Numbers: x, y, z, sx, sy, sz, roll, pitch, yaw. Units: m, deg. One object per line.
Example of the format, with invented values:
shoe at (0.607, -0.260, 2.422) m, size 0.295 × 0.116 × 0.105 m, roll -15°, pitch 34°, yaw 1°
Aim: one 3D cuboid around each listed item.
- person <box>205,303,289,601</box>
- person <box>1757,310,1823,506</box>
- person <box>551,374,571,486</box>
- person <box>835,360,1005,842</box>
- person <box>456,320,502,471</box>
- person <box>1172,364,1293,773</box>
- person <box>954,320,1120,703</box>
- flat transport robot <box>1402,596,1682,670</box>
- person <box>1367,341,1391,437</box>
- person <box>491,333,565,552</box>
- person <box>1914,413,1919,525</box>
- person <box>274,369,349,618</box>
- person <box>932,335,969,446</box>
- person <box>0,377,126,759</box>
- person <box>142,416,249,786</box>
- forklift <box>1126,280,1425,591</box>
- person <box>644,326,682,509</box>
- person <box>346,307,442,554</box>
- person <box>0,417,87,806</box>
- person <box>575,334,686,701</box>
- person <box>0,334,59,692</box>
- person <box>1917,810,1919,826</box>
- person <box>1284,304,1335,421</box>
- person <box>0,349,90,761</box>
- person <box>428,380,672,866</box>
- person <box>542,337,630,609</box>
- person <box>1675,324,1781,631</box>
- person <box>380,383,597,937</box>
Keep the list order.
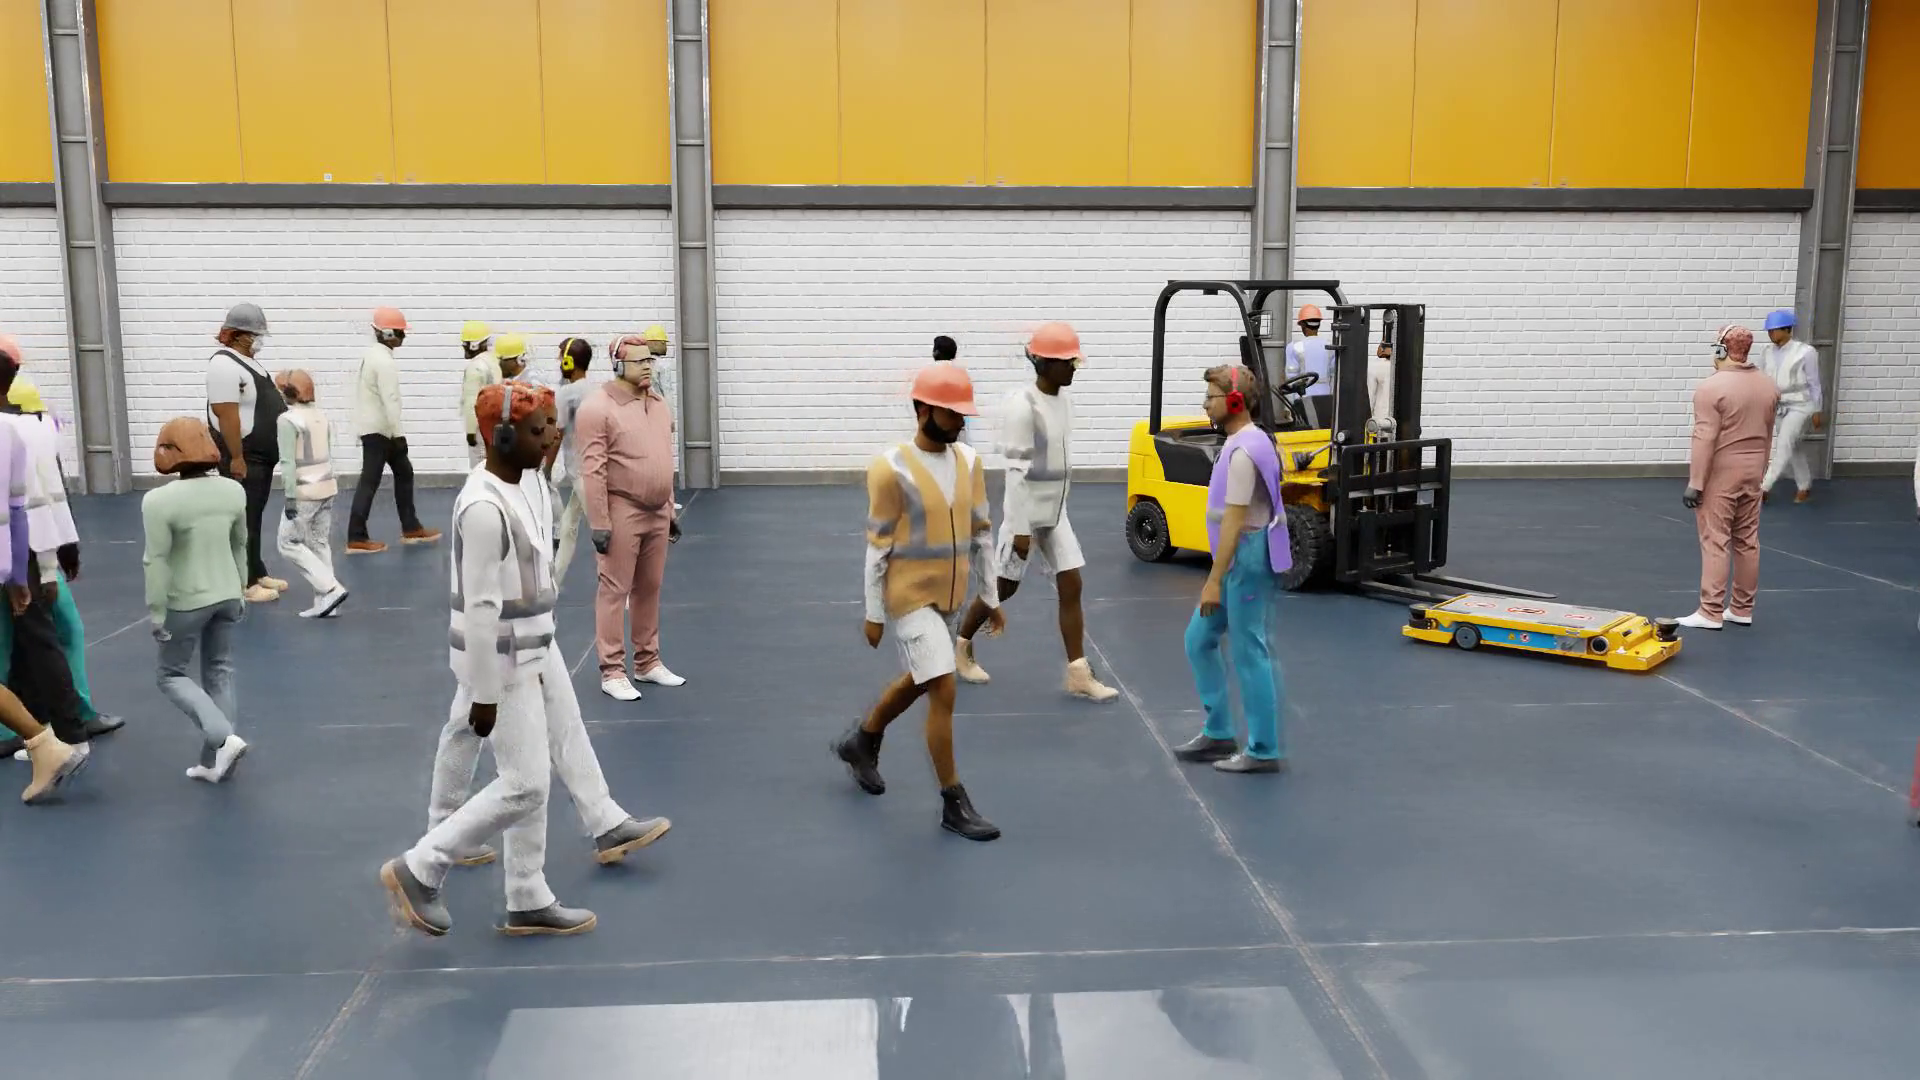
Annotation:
person at (-4.847, -0.614, 11.413) m, size 0.536 × 2.000 × 0.672 m, roll -2°, pitch 9°, yaw -10°
person at (7.904, -1.258, 15.973) m, size 1.054 × 1.873 × 0.616 m, roll -4°, pitch 10°, yaw -21°
person at (-3.702, -1.095, 15.817) m, size 0.750 × 1.609 × 0.501 m, roll -5°, pitch 11°, yaw -31°
person at (-0.186, 0.205, 6.770) m, size 0.555 × 1.898 × 0.959 m, roll -9°, pitch 13°, yaw -44°
person at (-4.234, -1.059, 14.912) m, size 0.494 × 1.812 × 0.611 m, roll 1°, pitch 9°, yaw 8°
person at (1.160, 0.139, 7.356) m, size 0.621 × 1.823 × 0.574 m, roll 1°, pitch 9°, yaw 4°
person at (0.342, -0.164, 8.760) m, size 1.042 × 2.000 × 0.624 m, roll 6°, pitch 11°, yaw 35°
flat transport robot at (3.428, 0.520, 9.830) m, size 1.431 × 0.197 × 0.652 m, roll 7°, pitch 12°, yaw 38°
person at (4.267, -1.230, 16.549) m, size 0.502 × 1.636 × 0.280 m, roll -1°, pitch 9°, yaw -5°
person at (-3.460, -0.741, 13.064) m, size 0.924 × 1.768 × 0.629 m, roll -8°, pitch 12°, yaw -42°
person at (5.861, -0.249, 9.599) m, size 0.652 × 1.886 × 0.686 m, roll 8°, pitch 12°, yaw 40°
person at (-4.148, -0.277, 10.597) m, size 0.381 × 1.621 × 0.564 m, roll 1°, pitch 9°, yaw 7°
person at (-0.191, -1.066, 15.452) m, size 0.866 × 1.654 × 0.542 m, roll 2°, pitch 9°, yaw 12°
person at (-4.293, 0.111, 7.766) m, size 0.553 × 1.736 × 0.738 m, roll 3°, pitch 10°, yaw 21°
person at (-3.226, 0.280, 7.116) m, size 0.467 × 1.621 × 0.505 m, roll 5°, pitch 10°, yaw 29°
forklift at (2.301, -0.860, 12.475) m, size 1.214 × 2.155 × 2.313 m, roll -6°, pitch 11°, yaw -35°
person at (-2.879, -1.153, 15.741) m, size 0.493 × 1.738 × 0.323 m, roll 6°, pitch 11°, yaw 34°
person at (-4.553, -0.879, 13.337) m, size 0.893 × 1.951 × 0.622 m, roll -4°, pitch 10°, yaw -26°
person at (-4.150, 0.128, 6.978) m, size 0.868 × 2.000 × 0.642 m, roll 0°, pitch 9°, yaw 1°
person at (-1.706, -0.128, 8.780) m, size 0.408 × 1.909 × 0.638 m, roll 5°, pitch 10°, yaw 30°
person at (-4.939, -0.103, 8.577) m, size 0.607 × 1.917 × 0.580 m, roll 3°, pitch 10°, yaw 20°
person at (4.171, 0.313, 6.511) m, size 0.719 × 1.735 × 0.543 m, roll 1°, pitch 9°, yaw 9°
person at (3.433, -1.347, 16.360) m, size 0.543 × 1.933 × 0.364 m, roll -2°, pitch 9°, yaw -12°
person at (-4.308, 0.071, 7.571) m, size 0.607 × 1.885 × 0.739 m, roll -1°, pitch 9°, yaw -5°
person at (-1.592, 0.329, 6.164) m, size 0.996 × 1.813 × 0.621 m, roll 2°, pitch 9°, yaw 11°
person at (-2.524, -0.441, 11.086) m, size 1.029 × 1.809 × 0.501 m, roll 3°, pitch 9°, yaw 17°
person at (4.779, -0.388, 10.411) m, size 0.642 × 1.910 × 0.401 m, roll -4°, pitch 10°, yaw -23°
person at (-1.552, 0.420, 5.464) m, size 0.569 × 1.867 × 0.571 m, roll -1°, pitch 9°, yaw -9°
